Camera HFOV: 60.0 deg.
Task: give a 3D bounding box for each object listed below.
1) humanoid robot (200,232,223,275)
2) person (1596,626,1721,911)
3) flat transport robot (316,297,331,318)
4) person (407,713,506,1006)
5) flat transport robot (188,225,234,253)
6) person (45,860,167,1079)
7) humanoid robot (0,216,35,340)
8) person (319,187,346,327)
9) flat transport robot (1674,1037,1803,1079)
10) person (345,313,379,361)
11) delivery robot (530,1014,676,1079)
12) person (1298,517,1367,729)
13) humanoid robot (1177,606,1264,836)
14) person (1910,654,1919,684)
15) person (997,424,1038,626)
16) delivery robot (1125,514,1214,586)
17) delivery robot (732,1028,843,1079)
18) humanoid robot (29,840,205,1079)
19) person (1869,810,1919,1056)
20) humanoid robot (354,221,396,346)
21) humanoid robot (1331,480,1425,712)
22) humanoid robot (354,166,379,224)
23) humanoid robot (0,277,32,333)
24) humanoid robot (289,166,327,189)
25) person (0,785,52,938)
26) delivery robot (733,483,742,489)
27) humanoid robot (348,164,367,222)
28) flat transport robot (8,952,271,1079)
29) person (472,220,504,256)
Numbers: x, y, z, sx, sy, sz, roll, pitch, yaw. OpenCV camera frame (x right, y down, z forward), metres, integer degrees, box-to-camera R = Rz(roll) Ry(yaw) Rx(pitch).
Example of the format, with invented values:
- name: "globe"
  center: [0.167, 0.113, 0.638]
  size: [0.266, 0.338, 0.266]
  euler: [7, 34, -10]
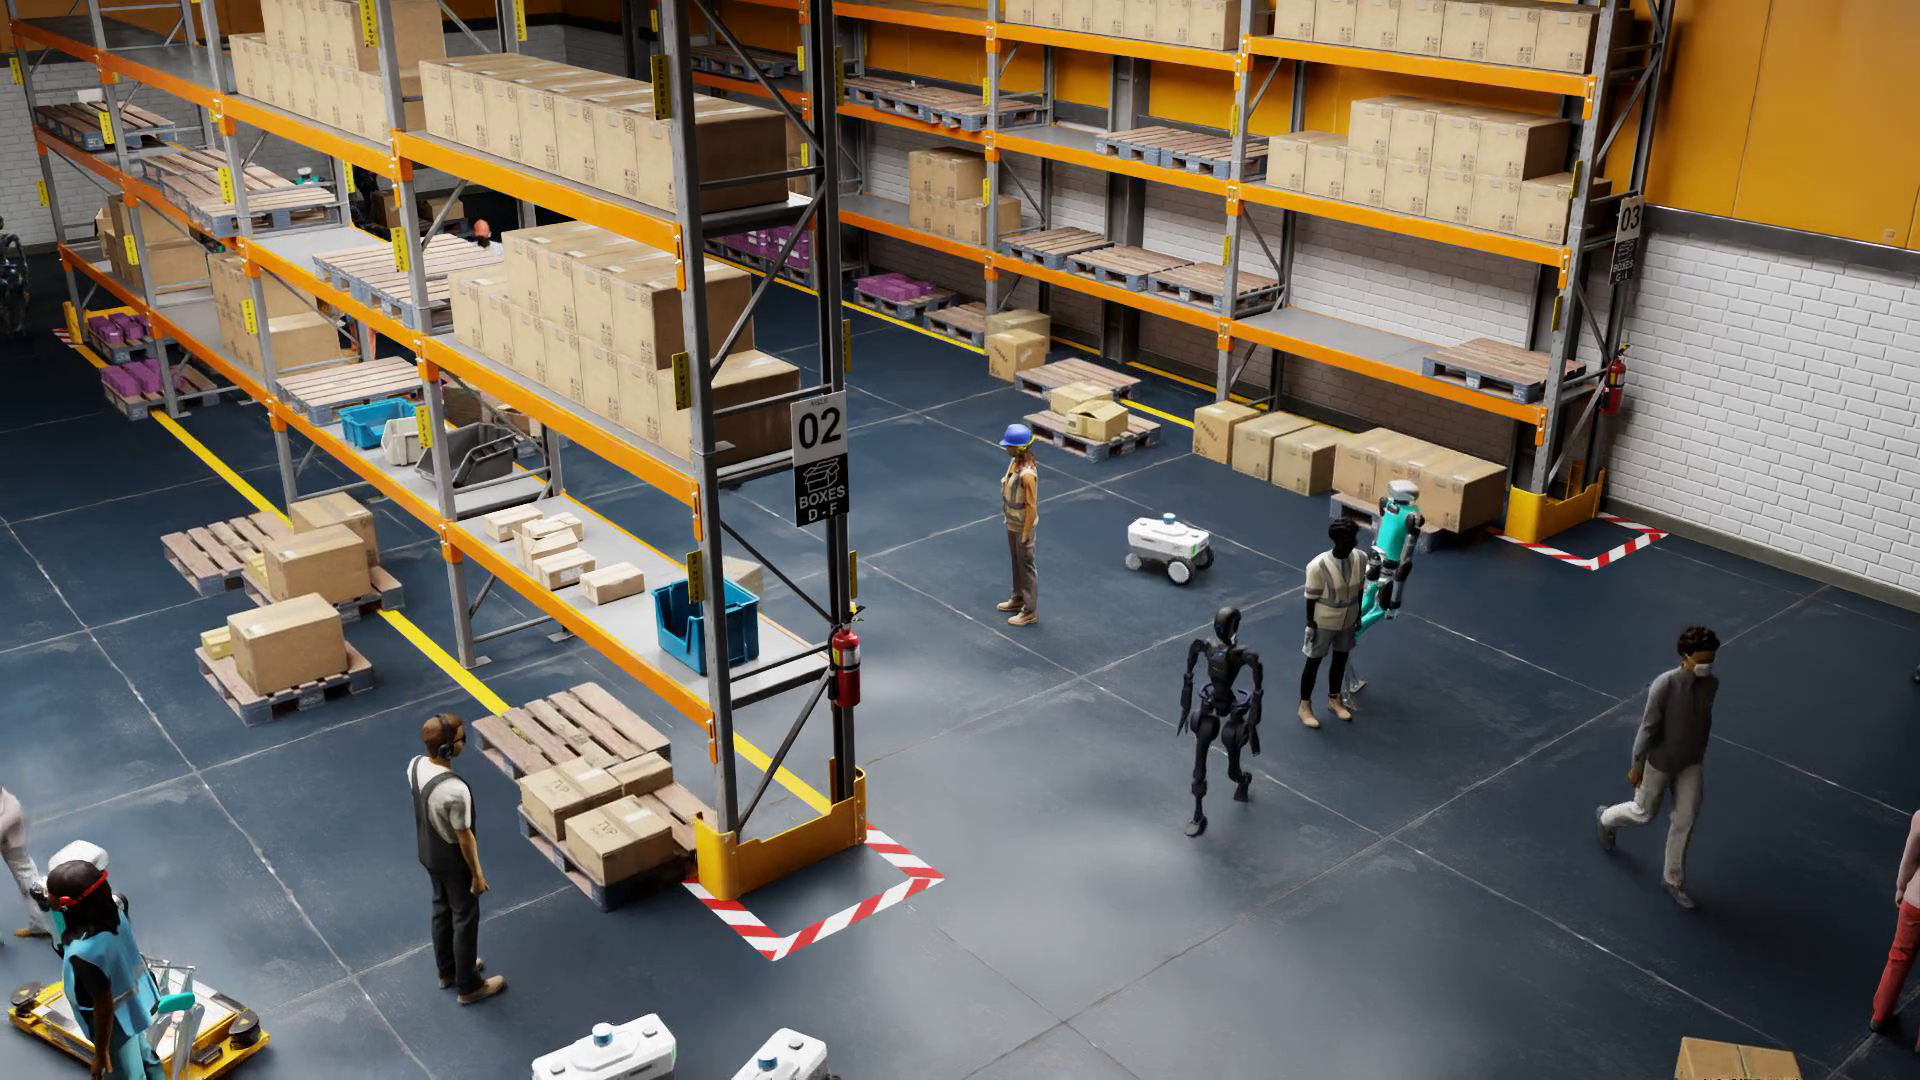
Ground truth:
- name: "humanoid robot"
  center: [-10.472, -4.026, 23.102]
  size: [0.791, 1.768, 0.566]
  euler: [8, 25, 18]
- name: "person"
  center: [4.460, 1.347, 10.515]
  size: [0.542, 1.869, 0.802]
  euler: [-6, 24, -13]
- name: "flat transport robot"
  center: [-9.304, -3.251, 23.173]
  size: [1.431, 0.231, 0.659]
  euler: [4, 24, 10]
- name: "person"
  center: [-2.892, 1.816, 9.468]
  size: [0.510, 1.838, 0.338]
  euler: [19, 30, 37]
- name: "flat transport robot"
  center: [-11.051, -3.874, 24.614]
  size: [1.431, 0.231, 0.659]
  euler: [-10, 25, -23]
- name: "person"
  center: [-4.130, 2.371, 8.140]
  size: [0.396, 1.865, 0.524]
  euler: [-5, 24, -11]
- name: "humanoid robot"
  center: [-12.577, -3.467, 21.899]
  size: [0.595, 1.650, 0.314]
  euler: [-4, 24, -10]
- name: "person"
  center: [-8.498, -3.850, 22.548]
  size: [0.660, 1.866, 0.845]
  euler: [3, 24, 7]
- name: "flat transport robot"
  center: [3.932, 3.392, 7.789]
  size: [1.431, 0.231, 0.659]
  euler: [5, 24, 12]
- name: "person"
  center: [-7.163, -2.661, 19.930]
  size: [0.498, 1.759, 0.345]
  euler: [11, 26, 24]
- name: "delivery robot"
  center: [-1.872, 2.822, 8.755]
  size: [0.805, 0.601, 0.499]
  euler: [-15, 27, -31]
- name: "person"
  center: [2.794, 0.604, 12.452]
  size: [0.535, 1.692, 0.319]
  euler: [-10, 25, -22]
- name: "humanoid robot"
  center: [1.783, 1.162, 11.221]
  size: [0.608, 1.645, 0.697]
  euler: [12, 26, 26]
- name: "person"
  center: [7.820, 0.264, 12.947]
  size: [0.548, 1.927, 0.390]
  euler: [13, 27, 28]
- name: "person"
  center: [0.489, -0.134, 14.048]
  size: [0.321, 1.776, 0.481]
  euler: [-6, 24, -14]
- name: "delivery robot"
  center: [1.913, 0.066, 15.154]
  size: [0.815, 0.614, 0.499]
  euler: [14, 27, 30]
- name: "delivery robot"
  center: [-0.972, 2.888, 8.617]
  size: [0.499, 0.613, 0.807]
  euler: [12, 26, 25]
- name: "humanoid robot"
  center: [-4.212, 2.195, 8.548]
  size: [0.533, 1.671, 0.735]
  euler: [8, 25, 18]
- name: "person"
  center: [5.387, 2.013, 9.106]
  size: [0.335, 1.756, 0.516]
  euler: [-19, 30, -37]
- name: "humanoid robot"
  center: [-7.586, -3.310, 21.578]
  size: [0.462, 1.642, 0.609]
  euler: [12, 26, 25]
- name: "humanoid robot"
  center: [3.066, 0.429, 12.804]
  size: [0.872, 1.772, 0.591]
  euler: [-6, 24, -13]
- name: "humanoid robot"
  center: [-9.993, -6.042, 27.869]
  size: [0.613, 1.646, 0.465]
  euler: [21, 31, 40]
- name: "humanoid robot"
  center: [-12.784, -3.580, 22.122]
  size: [0.553, 1.761, 0.945]
  euler: [18, 29, 35]
- name: "humanoid robot"
  center: [-9.651, -4.699, 24.729]
  size: [0.543, 1.809, 0.864]
  euler: [-14, 27, -29]
- name: "person"
  center: [-5.886, 1.714, 9.947]
  size: [0.637, 1.641, 0.439]
  euler: [3, 23, 6]
- name: "delivery robot"
  center: [-2.592, -0.825, 17.173]
  size: [0.499, 0.579, 0.753]
  euler: [-10, 25, -23]
- name: "humanoid robot"
  center: [-10.368, -6.228, 28.228]
  size: [0.780, 1.790, 0.544]
  euler: [3, 24, 6]
- name: "flat transport robot"
  center: [-4.637, 2.710, 9.369]
  size: [1.431, 0.231, 0.659]
  euler: [13, 27, 28]
- name: "person"
  center: [-6.011, -3.212, 21.227]
  size: [0.586, 1.726, 0.717]
  euler: [-6, 24, -13]
